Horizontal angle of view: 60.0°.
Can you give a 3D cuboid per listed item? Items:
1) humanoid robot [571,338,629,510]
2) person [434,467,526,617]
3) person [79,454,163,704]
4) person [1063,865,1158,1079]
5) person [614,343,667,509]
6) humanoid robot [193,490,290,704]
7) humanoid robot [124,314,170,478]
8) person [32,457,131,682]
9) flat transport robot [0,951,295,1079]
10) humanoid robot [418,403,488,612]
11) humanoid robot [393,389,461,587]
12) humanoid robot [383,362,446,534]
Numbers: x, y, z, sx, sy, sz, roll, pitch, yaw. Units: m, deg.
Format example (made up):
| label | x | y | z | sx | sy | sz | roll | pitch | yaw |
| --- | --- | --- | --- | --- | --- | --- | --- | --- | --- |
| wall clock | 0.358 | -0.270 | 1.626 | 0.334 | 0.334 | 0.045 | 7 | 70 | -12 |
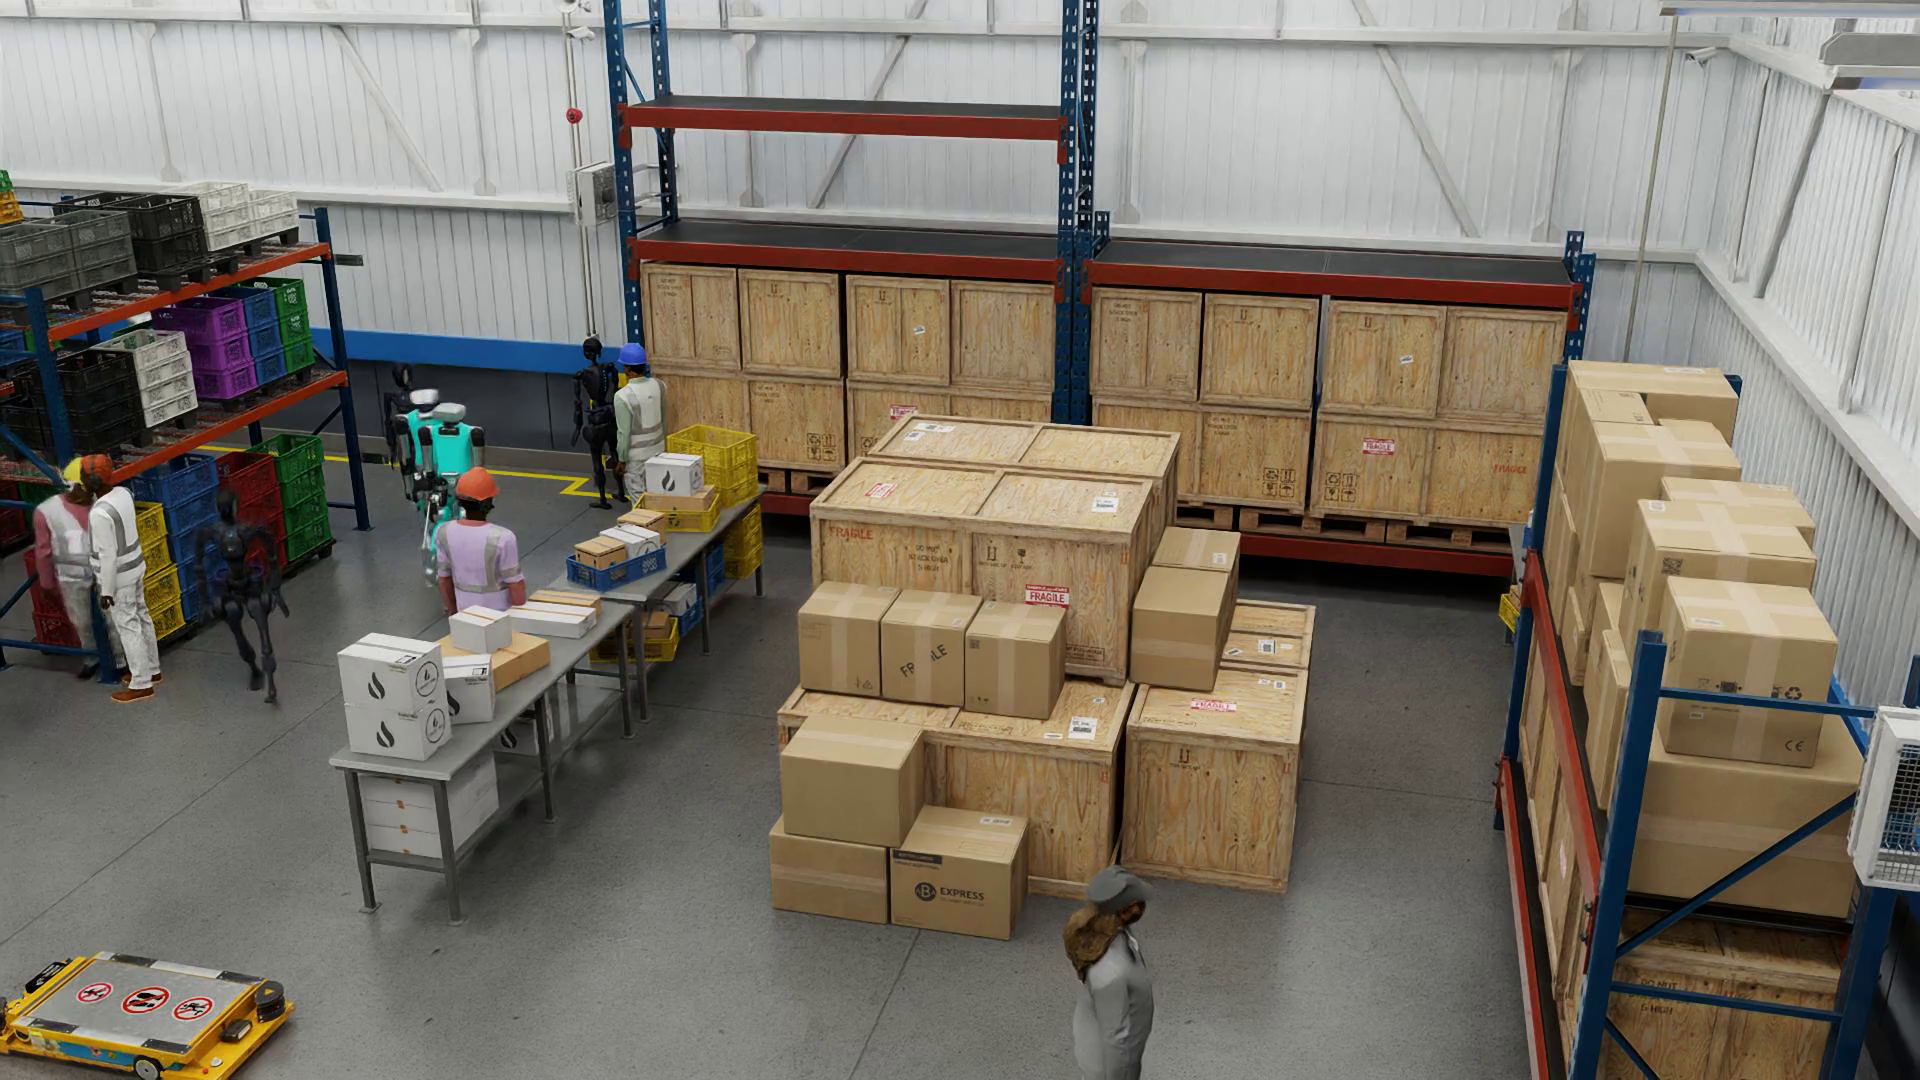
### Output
| label | x | y | z | sx | sy | sz | roll | pitch | yaw |
| --- | --- | --- | --- | --- | --- | --- | --- | --- | --- |
| humanoid robot | -3.470 | -1.129 | 16.007 | 0.315 | 1.657 | 0.599 | 16 | 26 | 36 |
| person | -3.199 | 0.487 | 11.291 | 0.613 | 2.042 | 0.370 | 5 | 22 | 14 |
| person | -6.110 | 0.270 | 12.079 | 0.356 | 1.883 | 0.574 | -3 | 21 | -8 |
| person | 0.634 | 2.193 | 7.204 | 0.396 | 1.769 | 0.573 | 0 | 21 | 0 |
| person | -2.829 | -0.796 | 14.778 | 0.386 | 1.947 | 0.613 | 12 | 24 | 29 |
| humanoid robot | -5.189 | 0.411 | 12.035 | 0.596 | 1.629 | 0.726 | -7 | 22 | -18 |
| humanoid robot | -8.188 | -1.399 | 16.782 | 0.542 | 1.870 | 0.784 | -19 | 28 | -40 |
| person | -6.477 | 0.230 | 12.311 | 0.620 | 1.789 | 0.527 | -19 | 28 | -40 |
| flat transport robot | -4.270 | 2.464 | 8.601 | 1.431 | 0.231 | 0.659 | 5 | 22 | 13 |
| humanoid robot | -4.104 | -0.202 | 13.421 | 0.543 | 1.728 | 0.696 | 0 | 21 | -1 |
| humanoid robot | -4.483 | -0.461 | 14.224 | 0.547 | 1.823 | 0.721 | -6 | 22 | -16 |
| humanoid robot | -4.959 | -0.854 | 15.308 | 0.599 | 1.640 | 0.416 | 3 | 21 | 9 |
